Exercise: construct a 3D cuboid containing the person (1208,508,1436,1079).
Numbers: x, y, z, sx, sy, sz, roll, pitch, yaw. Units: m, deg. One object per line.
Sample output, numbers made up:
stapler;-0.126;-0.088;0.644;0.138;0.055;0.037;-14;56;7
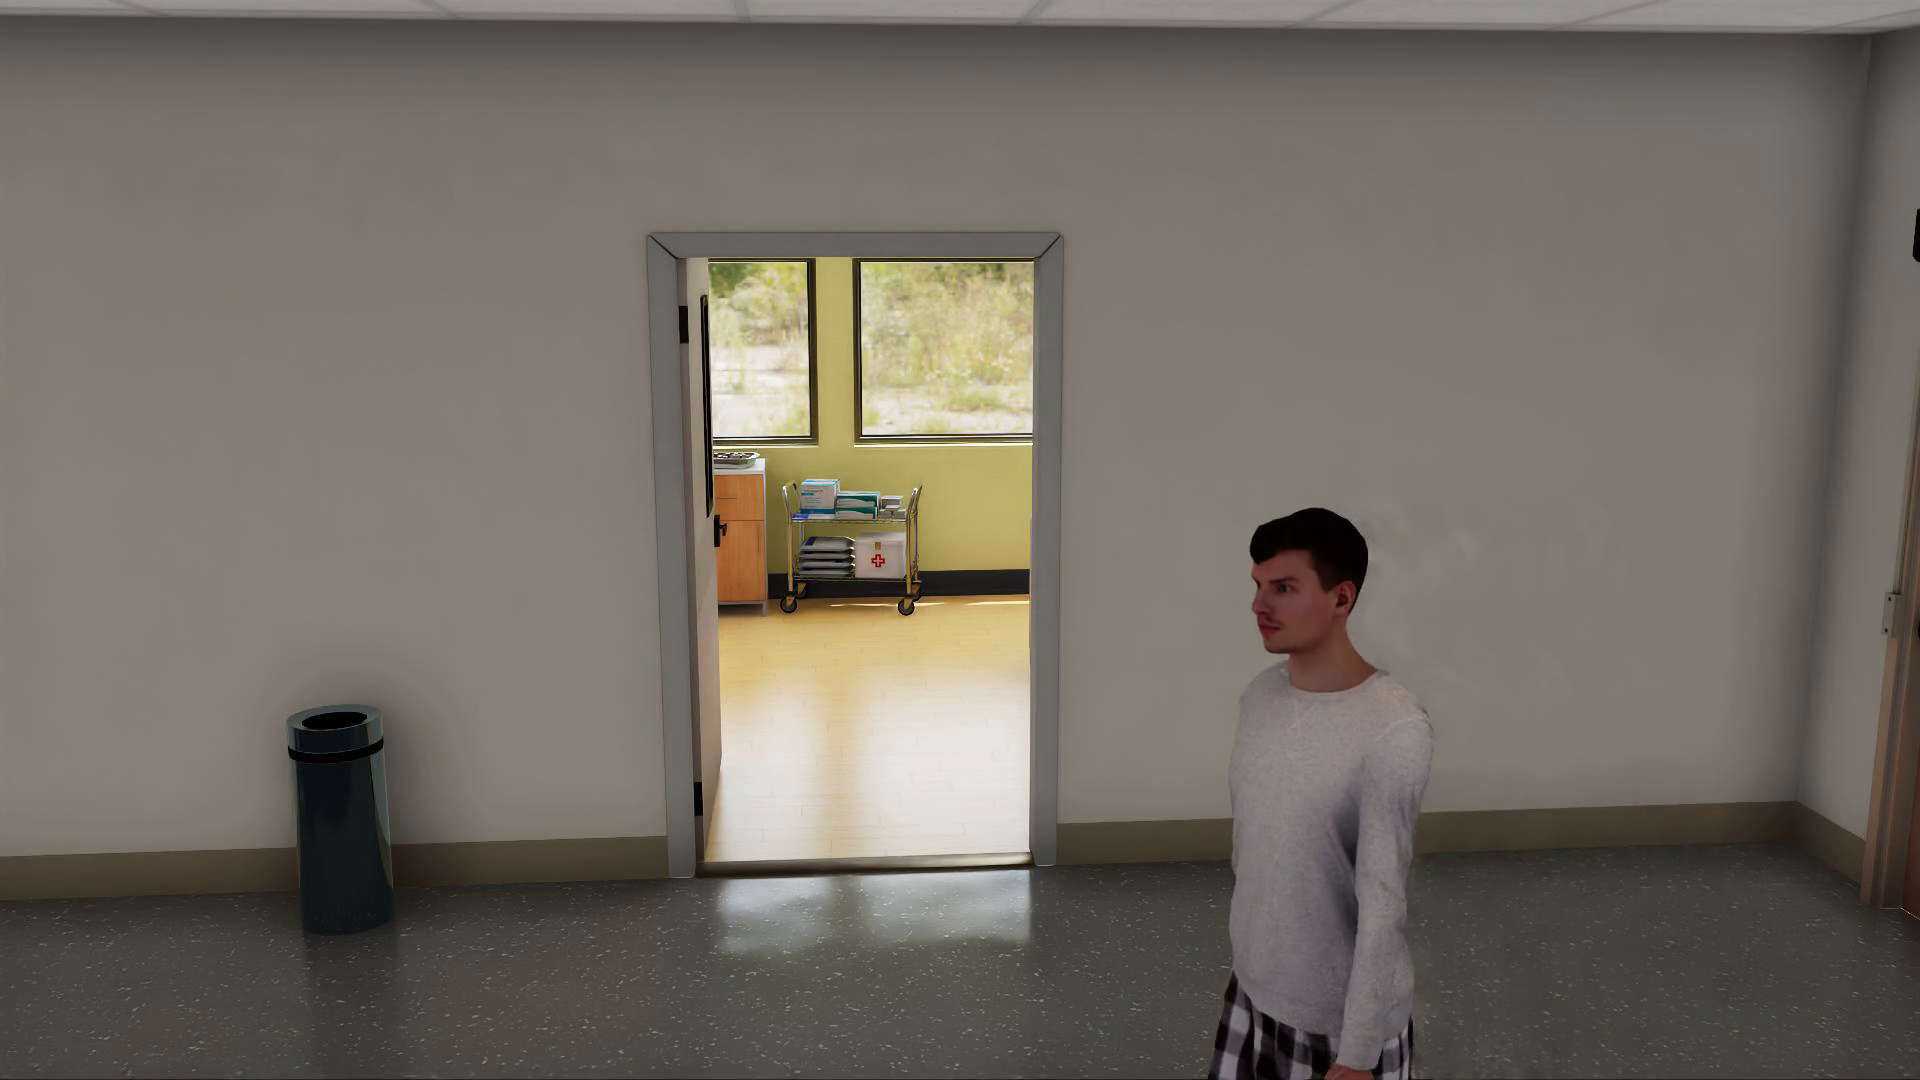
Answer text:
person;0.733;0.857;3.088;1.077;1.825;0.902;-6;13;-31
